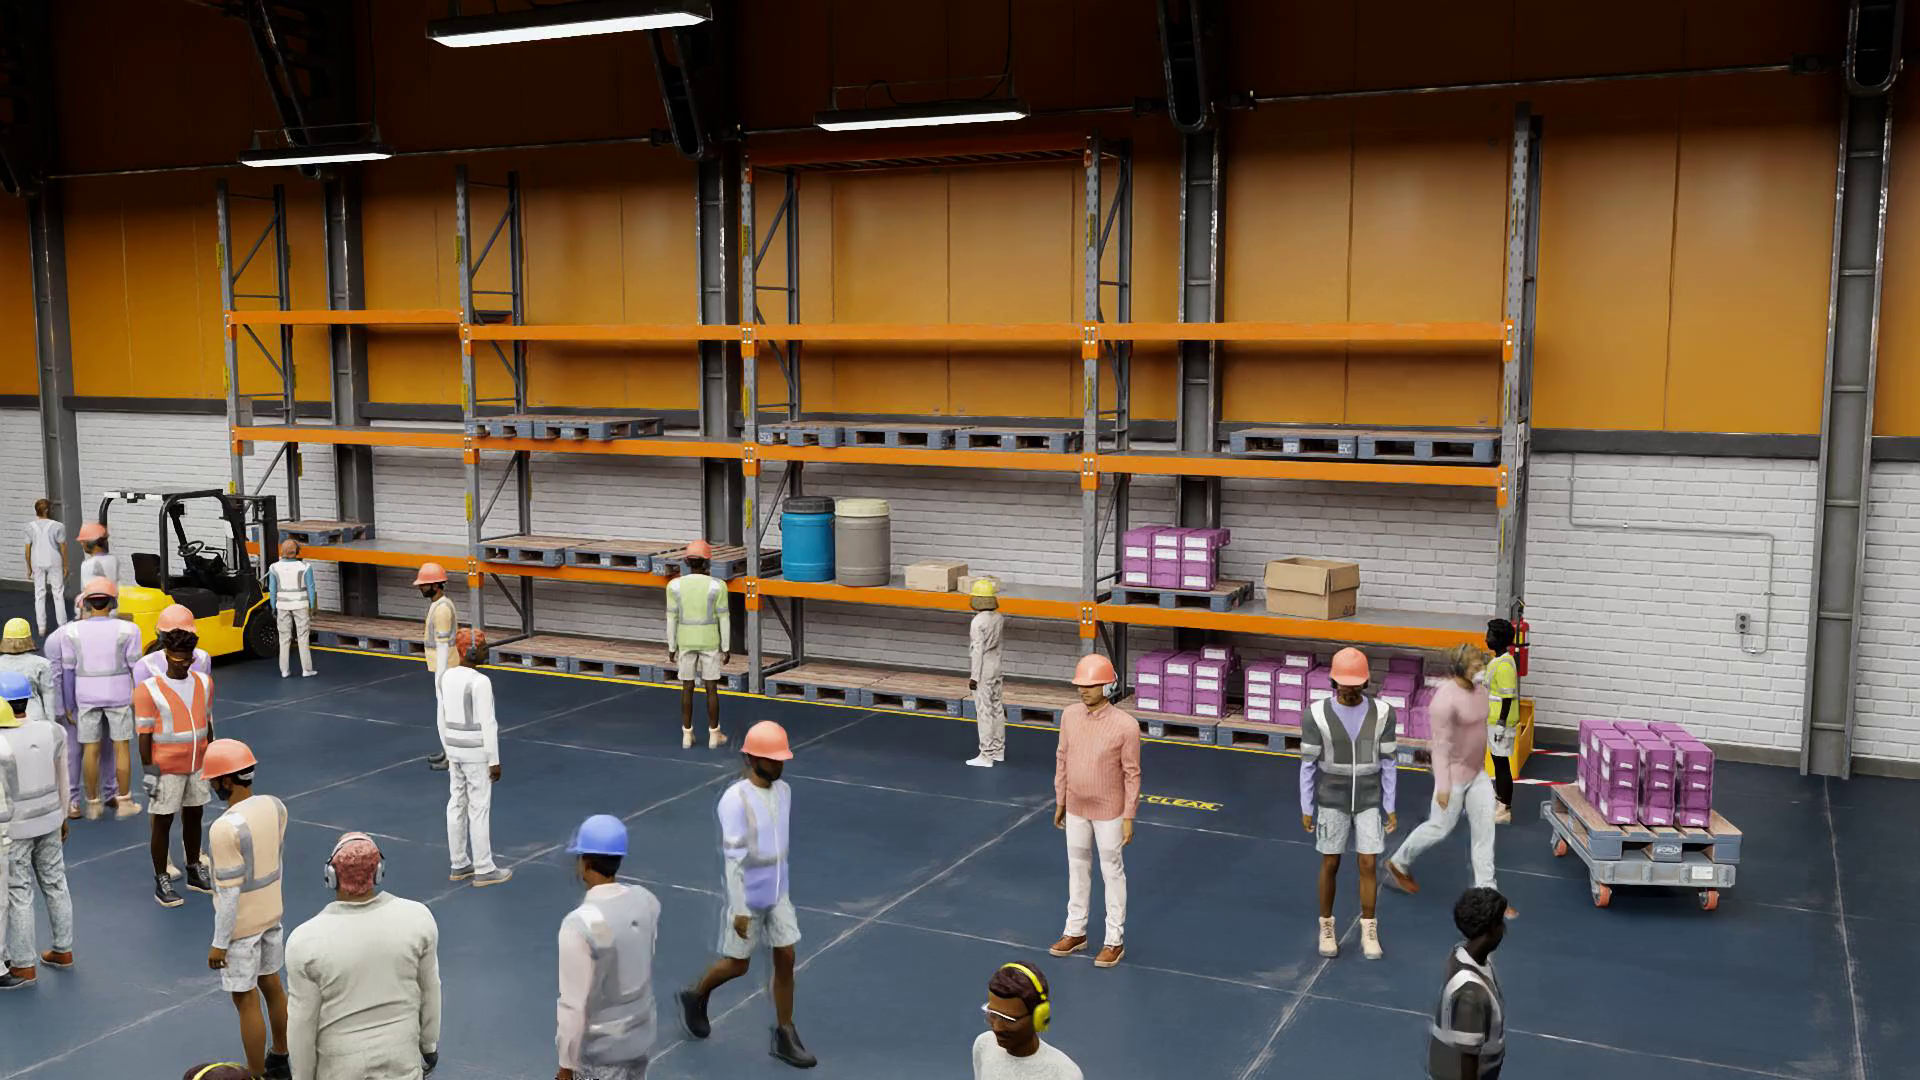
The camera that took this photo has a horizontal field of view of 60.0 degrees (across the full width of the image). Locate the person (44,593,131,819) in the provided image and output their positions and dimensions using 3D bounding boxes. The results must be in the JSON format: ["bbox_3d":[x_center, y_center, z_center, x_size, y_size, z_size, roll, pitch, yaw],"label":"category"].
[{"bbox_3d":[-7.248,1.370,13.886,0.411,1.895,0.657,6,9,41],"label":"person"}]

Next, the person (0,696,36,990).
[{"bbox_3d":[-5.922,1.851,10.197,0.403,1.817,0.601,-4,8,-29],"label":"person"}]

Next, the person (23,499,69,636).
[{"bbox_3d":[-12.251,0.369,22.323,0.506,1.842,0.350,-2,7,-15],"label":"person"}]

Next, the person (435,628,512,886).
[{"bbox_3d":[-3.572,1.578,12.159,0.573,1.885,0.356,5,9,36],"label":"person"}]

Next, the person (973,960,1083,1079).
[{"bbox_3d":[0.211,2.361,5.800,0.325,1.862,0.511,-7,10,-43],"label":"person"}]

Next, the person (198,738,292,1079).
[{"bbox_3d":[-3.735,1.979,8.663,0.372,1.929,0.543,1,7,8],"label":"person"}]

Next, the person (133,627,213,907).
[{"bbox_3d":[-5.521,1.586,11.789,0.385,1.958,0.600,4,8,29],"label":"person"}]

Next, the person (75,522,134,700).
[{"bbox_3d":[-9.241,0.815,17.904,0.581,2.042,0.632,0,7,1],"label":"person"}]

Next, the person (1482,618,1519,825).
[{"bbox_3d":[4.429,1.485,13.691,0.316,1.695,0.542,1,7,11],"label":"person"}]

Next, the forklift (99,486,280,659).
[{"bbox_3d":[-9.426,0.454,20.179,1.214,2.155,2.313,3,8,26],"label":"forklift"}]

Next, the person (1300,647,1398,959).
[{"bbox_3d":[2.498,1.686,10.694,0.612,2.029,0.409,0,7,2],"label":"person"}]

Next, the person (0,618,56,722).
[{"bbox_3d":[-7.575,1.492,13.447,0.484,1.744,0.295,-3,8,-25],"label":"person"}]

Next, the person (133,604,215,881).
[{"bbox_3d":[-5.769,1.481,12.321,0.395,2.038,0.615,4,8,29],"label":"person"}]

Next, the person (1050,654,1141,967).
[{"bbox_3d":[0.859,1.709,10.617,0.611,1.996,0.379,5,9,37],"label":"person"}]

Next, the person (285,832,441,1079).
[{"bbox_3d":[-2.534,2.182,7.075,0.639,1.911,0.406,-5,8,-35],"label":"person"}]

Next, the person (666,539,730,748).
[{"bbox_3d":[-2.539,1.009,16.214,0.615,2.040,0.391,0,7,3],"label":"person"}]

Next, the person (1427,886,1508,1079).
[{"bbox_3d":[2.138,2.298,7.037,0.315,1.685,0.636,2,7,19],"label":"person"}]

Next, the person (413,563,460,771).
[{"bbox_3d":[-4.832,1.165,15.415,0.399,1.928,0.542,-3,7,-21],"label":"person"}]

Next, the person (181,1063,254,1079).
[{"bbox_3d":[-2.108,2.467,5.026,0.558,1.835,0.451,-4,8,-30],"label":"person"}]

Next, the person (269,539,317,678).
[{"bbox_3d":[-7.829,0.809,19.528,0.523,1.636,0.310,0,7,-4],"label":"person"}]

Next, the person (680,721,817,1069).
[{"bbox_3d":[-1.168,1.925,9.218,0.849,1.915,0.562,5,9,37],"label":"person"}]

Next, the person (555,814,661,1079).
[{"bbox_3d":[-1.520,2.163,7.200,0.400,1.922,0.661,3,7,22],"label":"person"}]

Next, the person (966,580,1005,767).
[{"bbox_3d":[0.224,1.238,15.547,0.320,1.742,0.492,4,8,30],"label":"person"}]

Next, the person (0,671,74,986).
[{"bbox_3d":[-5.803,1.771,10.303,0.406,1.945,0.613,3,8,23],"label":"person"}]

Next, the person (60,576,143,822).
[{"bbox_3d":[-7.085,1.315,13.790,0.608,2.030,0.433,-2,7,-19],"label":"person"}]

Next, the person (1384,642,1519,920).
[{"bbox_3d":[3.440,1.636,11.632,0.643,1.904,0.964,-6,9,-41],"label":"person"}]
